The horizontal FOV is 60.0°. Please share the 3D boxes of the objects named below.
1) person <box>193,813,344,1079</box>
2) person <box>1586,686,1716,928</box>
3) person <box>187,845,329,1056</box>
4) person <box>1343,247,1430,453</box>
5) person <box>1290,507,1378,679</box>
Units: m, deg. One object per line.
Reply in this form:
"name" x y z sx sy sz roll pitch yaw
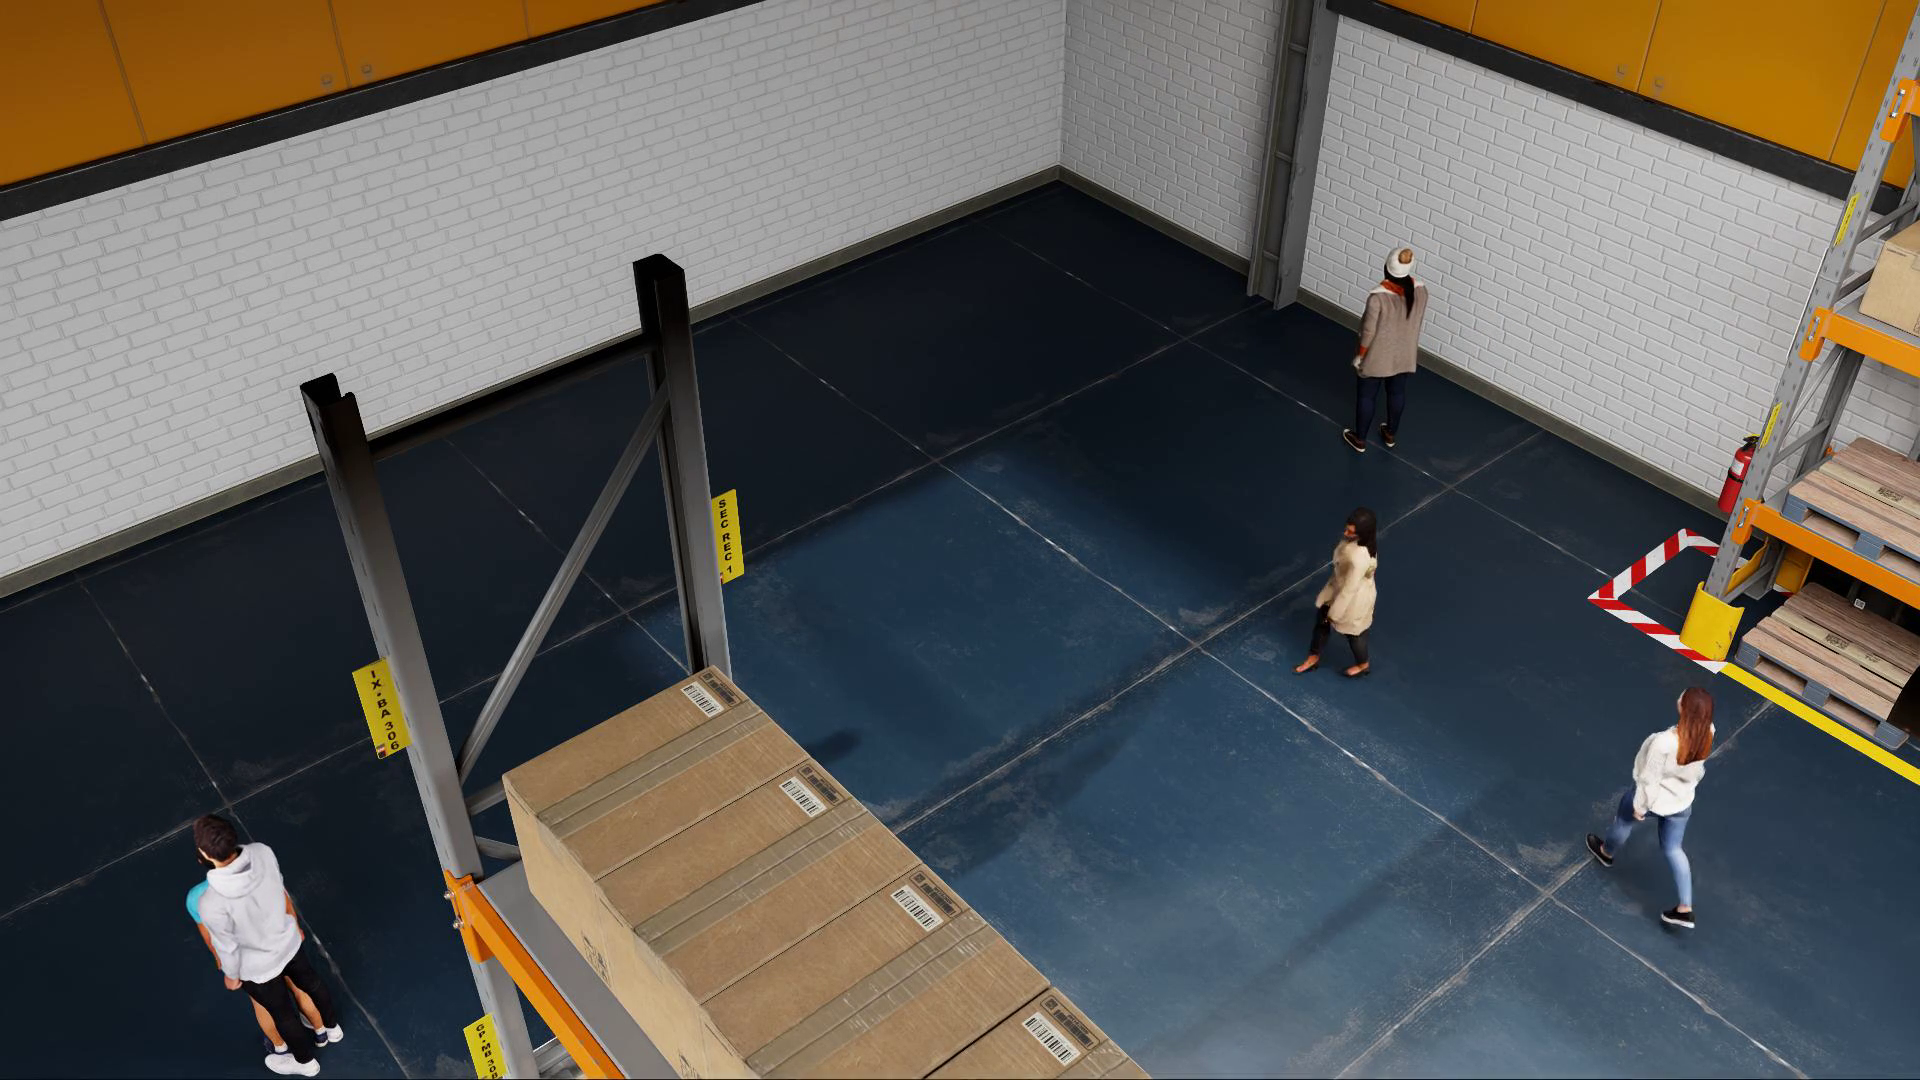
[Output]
"person" -3.686 2.153 8.842 0.762 1.929 0.765 12 40 15
"person" 4.199 1.574 9.790 0.923 1.651 1.205 -10 40 -13
"person" -3.762 2.179 8.931 0.650 1.776 0.579 -20 43 -23
"person" 3.482 -1.567 13.533 0.806 1.887 0.822 -9 39 -11
"person" 2.714 0.377 11.302 0.970 1.634 0.912 8 39 10
